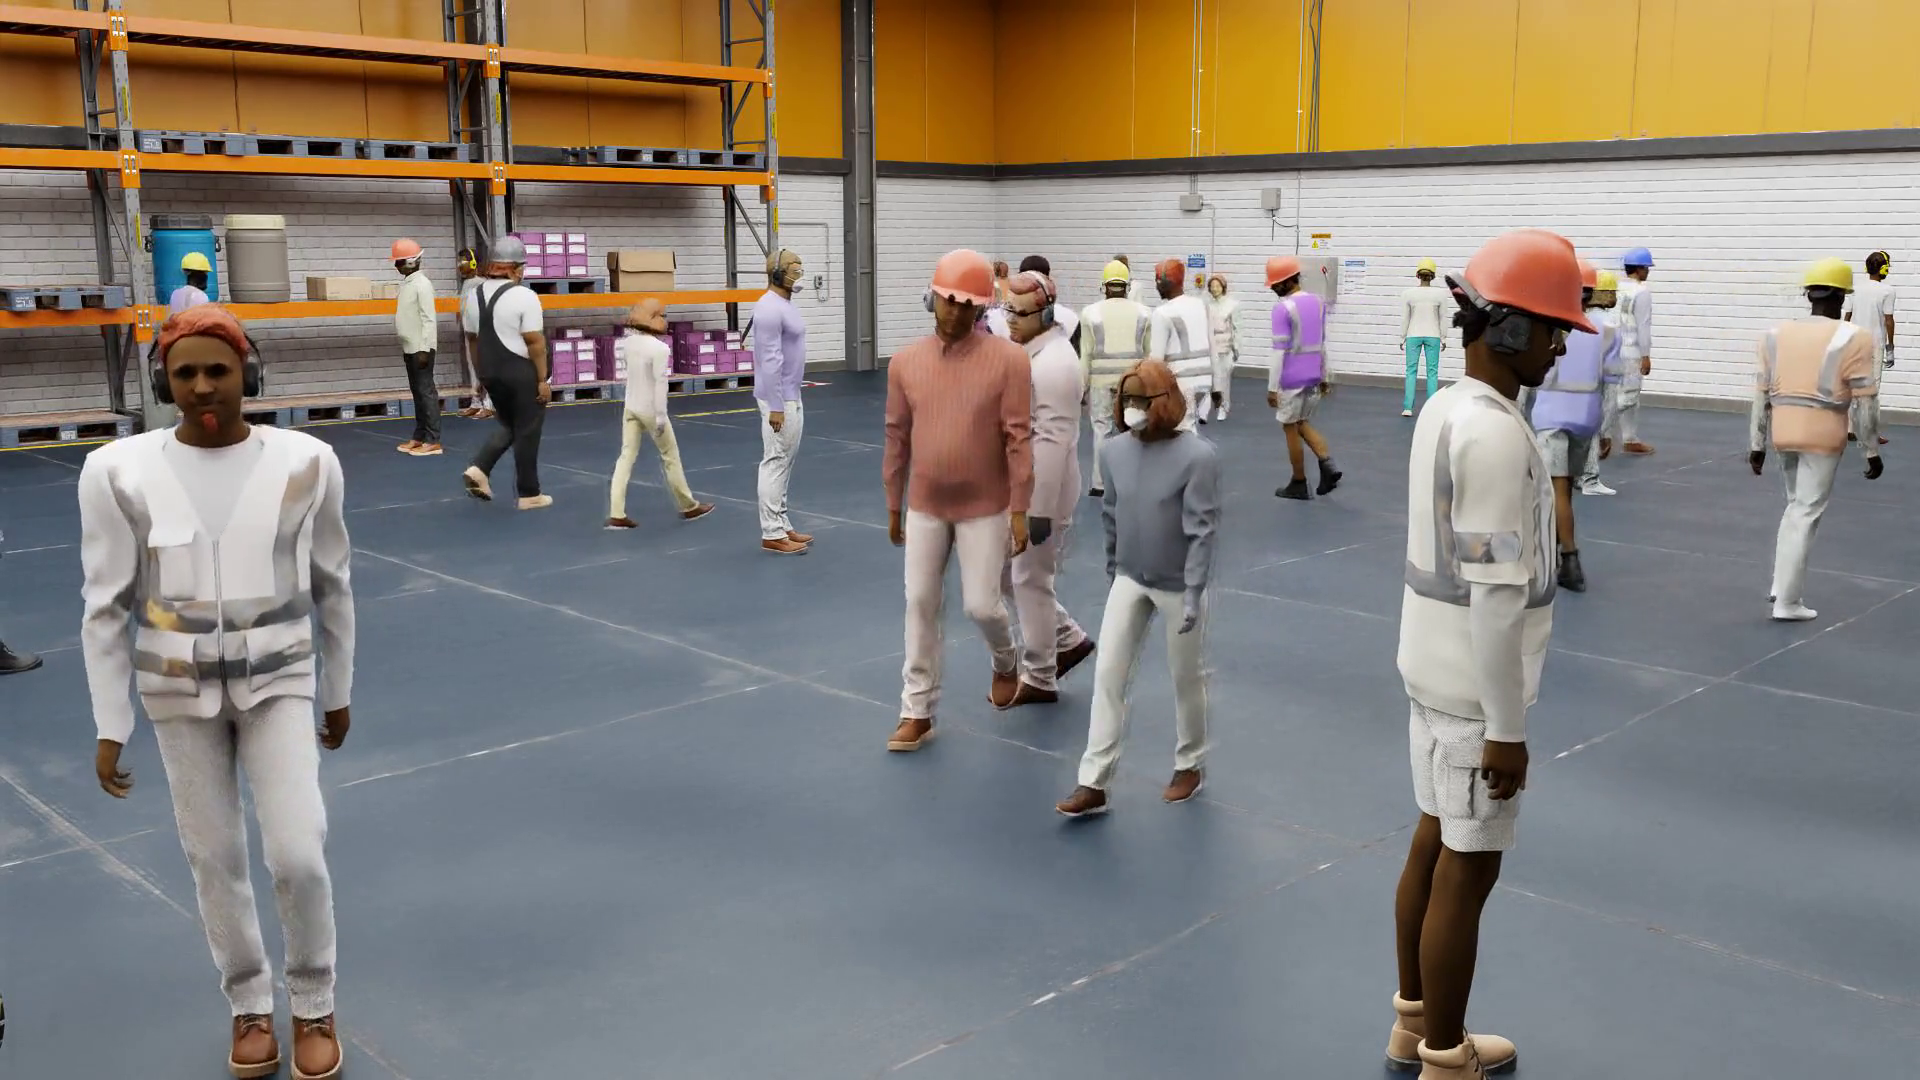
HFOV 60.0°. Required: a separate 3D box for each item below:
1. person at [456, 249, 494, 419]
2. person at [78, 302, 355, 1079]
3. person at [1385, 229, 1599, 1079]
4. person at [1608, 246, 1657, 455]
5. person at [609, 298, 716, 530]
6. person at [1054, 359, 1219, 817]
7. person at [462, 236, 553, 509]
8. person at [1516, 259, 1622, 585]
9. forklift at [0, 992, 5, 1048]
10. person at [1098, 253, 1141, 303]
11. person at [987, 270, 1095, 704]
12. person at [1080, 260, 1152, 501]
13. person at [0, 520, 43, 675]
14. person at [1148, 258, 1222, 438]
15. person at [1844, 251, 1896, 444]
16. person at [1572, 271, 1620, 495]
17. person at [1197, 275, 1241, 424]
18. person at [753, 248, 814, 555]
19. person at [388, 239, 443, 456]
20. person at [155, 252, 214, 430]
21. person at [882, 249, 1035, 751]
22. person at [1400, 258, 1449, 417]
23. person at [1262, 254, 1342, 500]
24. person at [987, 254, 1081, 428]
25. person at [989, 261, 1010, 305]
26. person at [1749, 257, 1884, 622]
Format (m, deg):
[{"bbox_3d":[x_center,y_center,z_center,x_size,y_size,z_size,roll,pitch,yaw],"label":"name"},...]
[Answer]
[{"bbox_3d":[-5.393,-2.277,18.422,0.327,1.874,0.519,-9,14,-41],"label":"person"},{"bbox_3d":[-1.703,0.391,3.881,0.566,1.864,0.574,-4,11,-19],"label":"person"},{"bbox_3d":[1.197,0.326,3.784,0.385,2.035,0.605,1,10,4],"label":"person"},{"bbox_3d":[6.028,-1.711,15.189,0.770,1.927,0.618,0,10,-2],"label":"person"},{"bbox_3d":[-2.130,-0.879,11.559,0.520,1.586,0.846,9,14,40],"label":"person"},{"bbox_3d":[0.633,0.185,5.749,0.505,1.595,0.791,7,13,35],"label":"person"},{"bbox_3d":[-3.286,-1.230,12.252,0.690,2.000,0.625,8,13,36],"label":"person"},{"bbox_3d":[3.568,-0.700,9.792,0.562,1.889,0.986,0,10,1],"label":"person"},{"bbox_3d":[-3.245,0.323,3.363,2.313,2.155,1.214,2,11,13],"label":"forklift"},{"bbox_3d":[1.841,-2.401,19.242,0.520,1.829,0.579,0,10,-2],"label":"person"},{"bbox_3d":[0.302,-0.206,7.109,0.437,1.877,0.672,-1,10,-4],"label":"person"},{"bbox_3d":[1.179,-1.209,12.703,0.594,1.832,0.403,-2,11,-8],"label":"person"},{"bbox_3d":[-4.588,-0.285,7.449,0.548,1.916,0.636,9,14,40],"label":"person"},{"bbox_3d":[1.543,-1.086,11.955,0.672,1.857,0.600,10,15,44],"label":"person"},{"bbox_3d":[8.855,-1.868,16.200,0.314,1.869,0.537,-6,12,-29],"label":"person"},{"bbox_3d":[4.984,-1.228,13.058,0.306,1.741,0.494,-3,11,-16],"label":"person"},{"bbox_3d":[2.773,-2.054,17.951,0.536,1.586,0.856,4,11,19],"label":"person"},{"bbox_3d":[-1.134,-0.881,10.626,0.355,1.938,0.637,1,10,4],"label":"person"},{"bbox_3d":[-5.036,-1.776,15.378,0.392,1.985,0.610,-7,12,-33],"label":"person"},{"bbox_3d":[-7.106,-1.723,15.432,0.595,1.868,1.026,8,13,36],"label":"person"},{"bbox_3d":[0.007,-0.161,6.603,0.668,1.975,0.650,4,11,19],"label":"person"},{"bbox_3d":[5.159,-2.242,18.524,0.528,1.768,0.313,3,11,14],"label":"person"},{"bbox_3d":[2.582,-1.215,12.602,0.630,1.883,0.499,-9,14,-40],"label":"person"},{"bbox_3d":[0.452,-0.809,10.335,0.606,1.909,0.583,1,10,6],"label":"person"},{"bbox_3d":[0.605,-3.269,24.453,0.521,1.645,0.307,-10,14,-43],"label":"person"},{"bbox_3d":[4.516,-0.518,8.756,0.626,1.905,0.612,-5,12,-26],"label":"person"}]
